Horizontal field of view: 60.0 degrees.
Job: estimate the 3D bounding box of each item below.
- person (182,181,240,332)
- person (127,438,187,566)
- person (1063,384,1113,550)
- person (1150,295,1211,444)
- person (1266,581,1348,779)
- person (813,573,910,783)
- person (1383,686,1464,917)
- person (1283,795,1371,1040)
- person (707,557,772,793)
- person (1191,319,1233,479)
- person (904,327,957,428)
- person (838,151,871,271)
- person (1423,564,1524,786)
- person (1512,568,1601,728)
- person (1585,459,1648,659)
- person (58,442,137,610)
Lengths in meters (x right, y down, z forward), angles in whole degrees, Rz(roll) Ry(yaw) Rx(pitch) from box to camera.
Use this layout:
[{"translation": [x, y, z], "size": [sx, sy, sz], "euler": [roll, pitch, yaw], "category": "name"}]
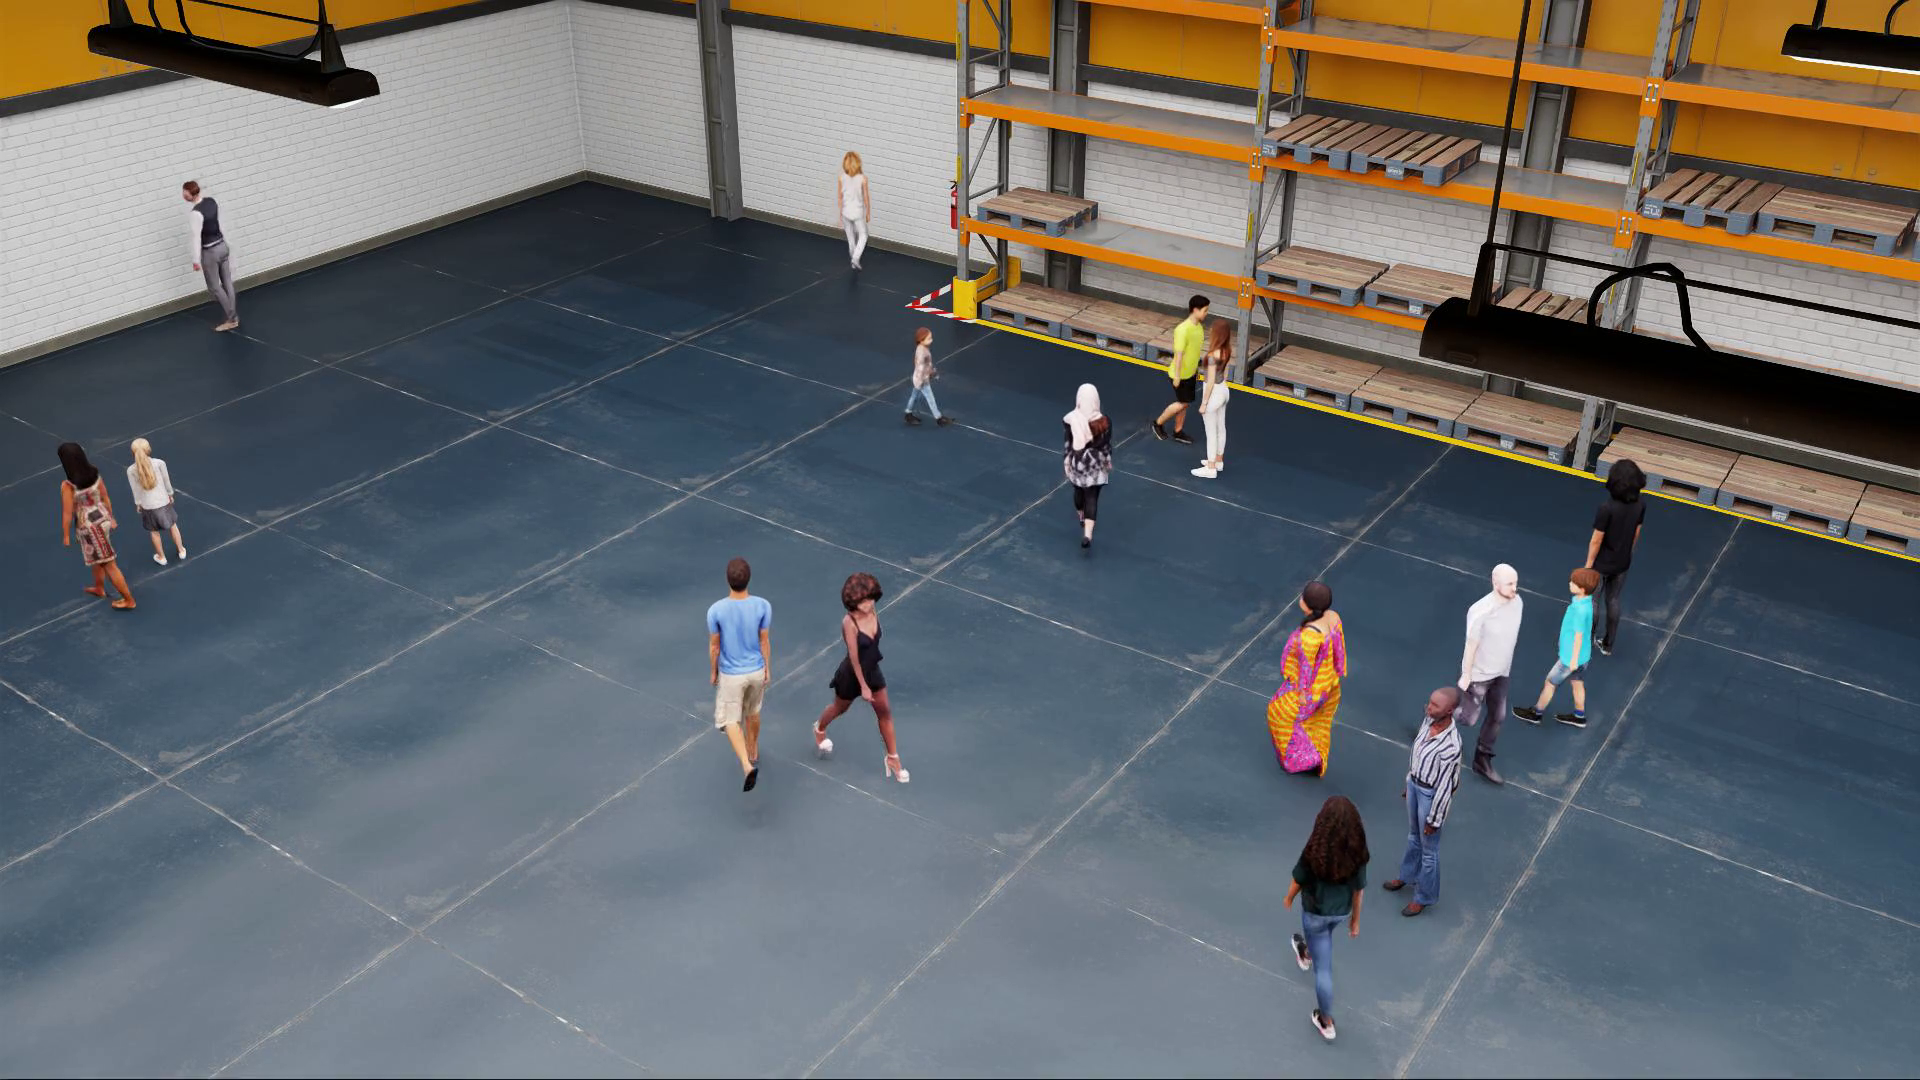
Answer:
[{"translation": [-9.380, -3.640, 20.974], "size": [0.804, 1.907, 0.879], "euler": [13, 31, 23], "category": "person"}, {"translation": [-7.579, -0.377, 15.652], "size": [0.571, 1.275, 0.602], "euler": [-18, 34, -30], "category": "person"}, {"translation": [1.220, -0.684, 15.870], "size": [1.126, 1.605, 1.036], "euler": [3, 29, 5], "category": "person"}, {"translation": [2.336, -1.842, 17.911], "size": [0.766, 1.684, 0.678], "euler": [18, 33, 29], "category": "person"}, {"translation": [2.703, 1.067, 12.600], "size": [0.715, 1.663, 0.666], "euler": [21, 35, 34], "category": "person"}, {"translation": [-0.845, 1.022, 12.602], "size": [1.163, 1.740, 0.574], "euler": [19, 34, 31], "category": "person"}, {"translation": [3.166, 1.740, 11.227], "size": [0.748, 1.796, 0.684], "euler": [-5, 29, -9], "category": "person"}, {"translation": [2.291, 2.369, 10.308], "size": [1.031, 1.572, 1.116], "euler": [-6, 29, -11], "category": "person"}, {"translation": [-1.626, 1.033, 12.484], "size": [1.010, 1.833, 1.153], "euler": [-9, 30, -16], "category": "person"}, {"translation": [2.645, -1.471, 17.189], "size": [0.496, 1.724, 0.579], "euler": [19, 34, 30], "category": "person"}, {"translation": [-0.463, -1.785, 18.351], "size": [0.873, 1.164, 0.727], "euler": [2, 29, 3], "category": "person"}, {"translation": [-1.473, -4.470, 22.756], "size": [0.849, 1.658, 0.852], "euler": [6, 29, 11], "category": "person"}, {"translation": [3.944, 0.953, 12.656], "size": [0.941, 1.809, 1.140], "euler": [-15, 32, -26], "category": "person"}, {"translation": [4.938, 0.887, 13.174], "size": [0.837, 1.430, 0.634], "euler": [13, 31, 22], "category": "person"}, {"translation": [5.515, 0.166, 14.077], "size": [0.700, 1.830, 0.722], "euler": [-9, 30, -16], "category": "person"}, {"translation": [-7.628, -0.099, 14.781], "size": [0.964, 1.622, 0.835], "euler": [5, 29, 9], "category": "person"}]
